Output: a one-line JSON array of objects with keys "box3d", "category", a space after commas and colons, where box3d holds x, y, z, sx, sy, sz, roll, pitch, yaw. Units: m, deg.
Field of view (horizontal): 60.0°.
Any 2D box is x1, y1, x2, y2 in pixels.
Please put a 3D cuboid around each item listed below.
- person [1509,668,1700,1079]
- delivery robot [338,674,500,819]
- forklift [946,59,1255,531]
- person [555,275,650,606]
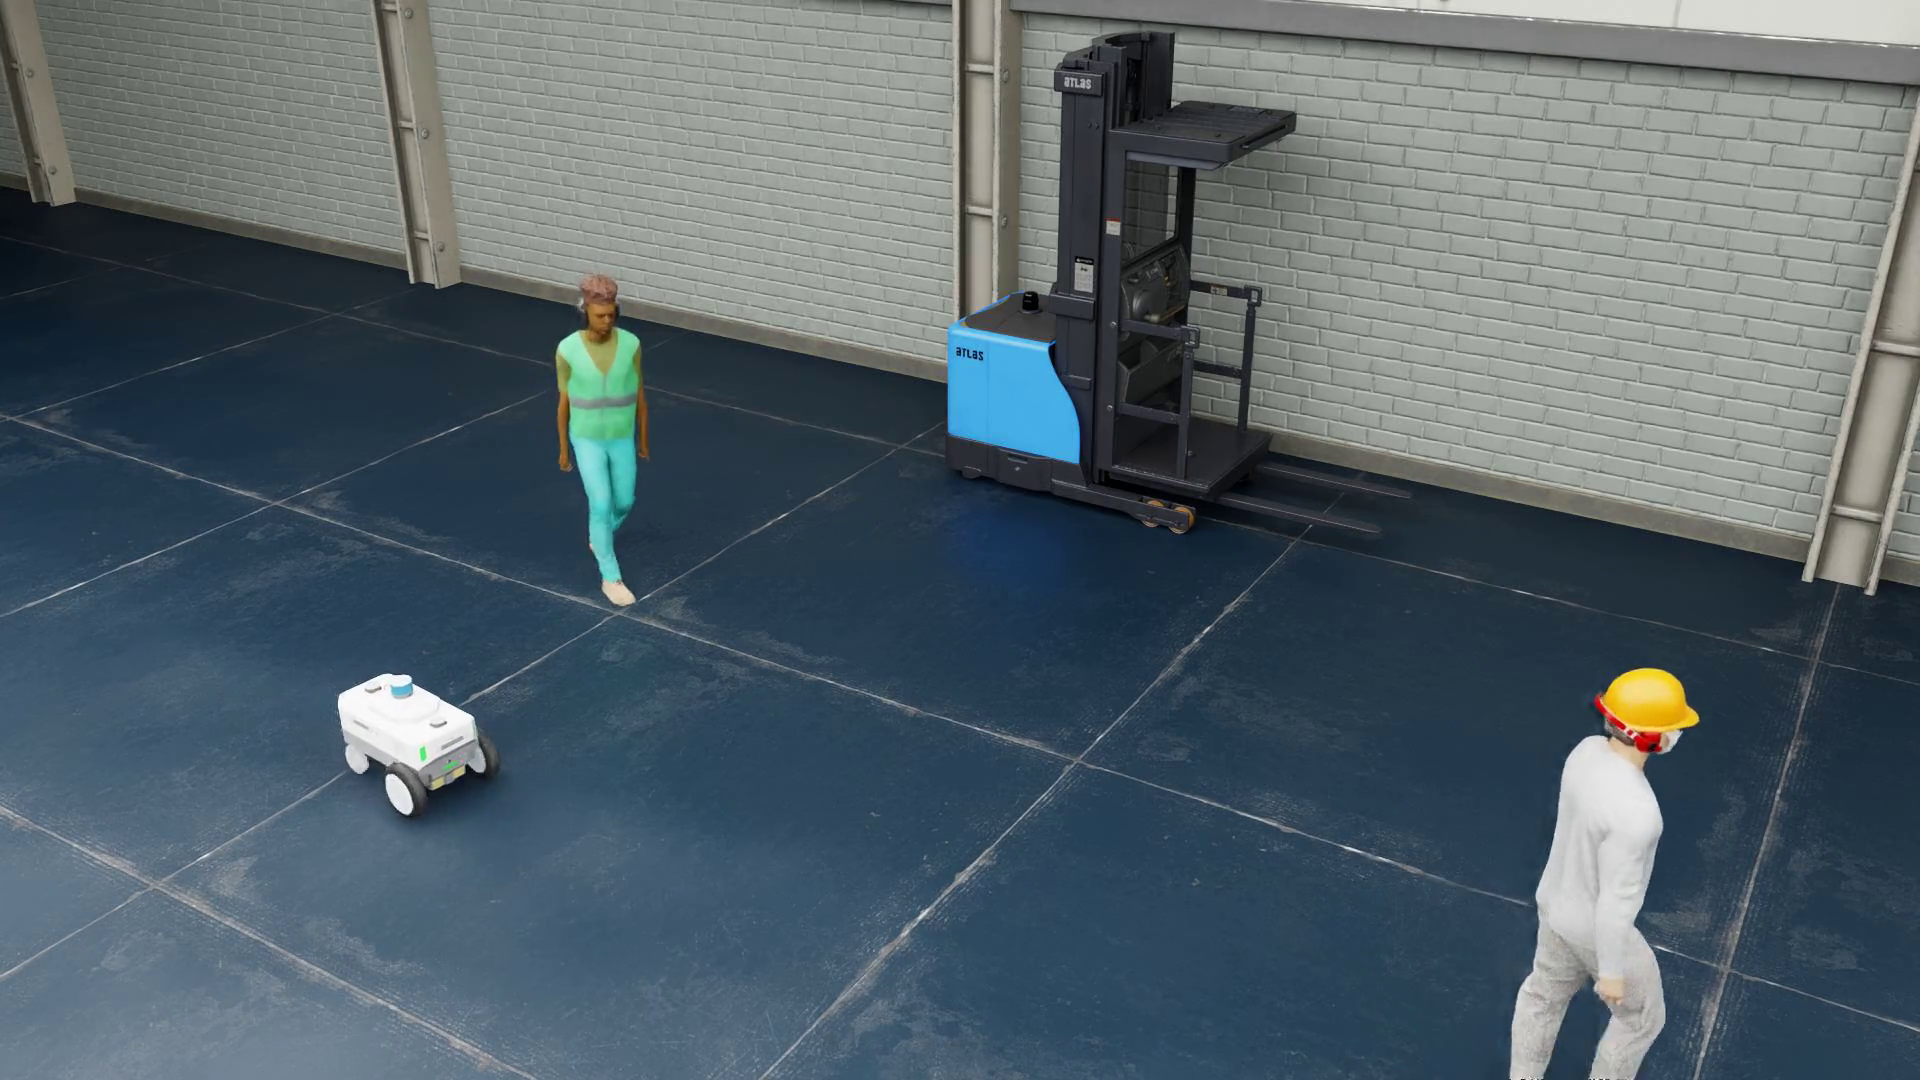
[{"box3d": [2.272, 1.272, 5.682, 0.648, 1.878, 0.605, -1, 25, -3], "category": "person"}, {"box3d": [-2.620, 0.939, 7.950, 0.807, 0.606, 0.499, 18, 31, 34], "category": "delivery robot"}, {"box3d": [0.933, -1.707, 10.833, 1.873, 2.768, 1.129, 15, 29, 28], "category": "forklift"}, {"box3d": [-2.083, -0.637, 9.652, 0.537, 1.945, 0.749, -12, 28, -24], "category": "person"}]
